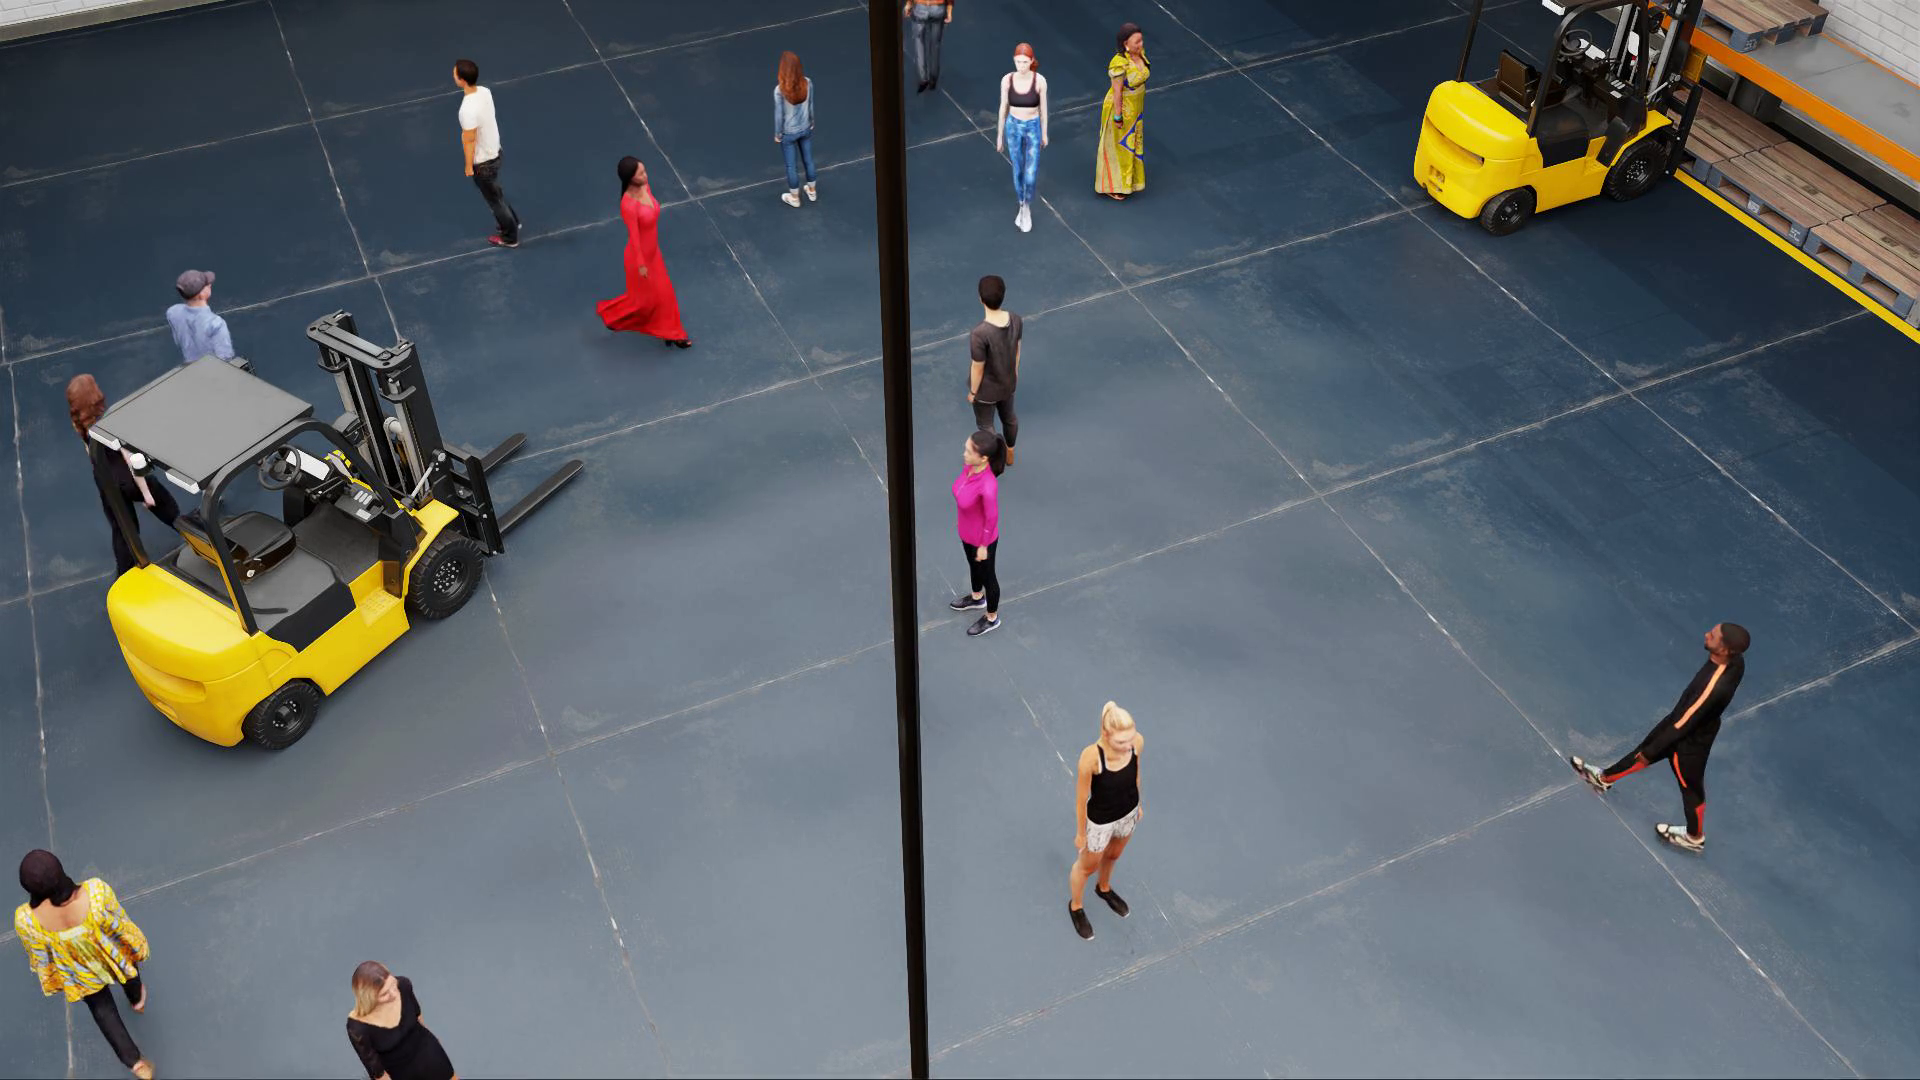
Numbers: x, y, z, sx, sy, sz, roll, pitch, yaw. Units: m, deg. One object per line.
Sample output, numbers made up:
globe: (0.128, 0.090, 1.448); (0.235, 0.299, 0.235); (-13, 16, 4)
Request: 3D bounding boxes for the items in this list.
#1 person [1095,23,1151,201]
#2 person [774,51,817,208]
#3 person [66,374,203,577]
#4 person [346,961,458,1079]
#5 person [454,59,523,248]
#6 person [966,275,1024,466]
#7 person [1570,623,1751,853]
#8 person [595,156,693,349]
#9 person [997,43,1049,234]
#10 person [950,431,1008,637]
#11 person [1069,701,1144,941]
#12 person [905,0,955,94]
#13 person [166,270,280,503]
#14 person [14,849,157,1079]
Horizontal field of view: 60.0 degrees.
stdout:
person: (1.509, -3.956, 15.260); (1.028, 1.659, 1.001); (21, 47, 20)
person: (-1.499, -3.747, 15.169); (0.598, 1.473, 0.541); (-27, 50, -26)
person: (-5.811, -0.330, 11.423); (1.056, 1.692, 1.205); (8, 44, 8)
person: (-2.875, 2.600, 8.390); (1.120, 1.632, 0.914); (25, 49, 24)
person: (-4.060, -3.346, 14.523); (0.798, 1.793, 0.695); (2, 44, 2)
person: (0.260, -1.204, 12.324); (0.660, 1.714, 0.616); (-27, 50, -26)
person: (4.373, 1.198, 9.766); (1.245, 1.766, 1.030); (26, 50, 25)
person: (-2.623, -2.280, 13.426); (1.054, 1.762, 1.023); (10, 45, 11)
person: (0.579, -3.625, 14.830); (0.758, 1.773, 0.819); (8, 44, 8)
person: (0.135, -0.064, 11.147); (0.647, 1.698, 0.513); (-16, 46, -16)
person: (0.828, 1.536, 9.354); (0.645, 1.844, 0.552); (-24, 49, -23)
person: (-0.312, -5.232, 16.517); (0.858, 1.763, 0.983); (1, 44, 1)
person: (-5.451, -1.107, 12.119); (1.076, 1.857, 1.201); (9, 44, 9)
person: (-4.556, 2.251, 8.761); (0.795, 1.627, 1.049); (-26, 49, -24)
